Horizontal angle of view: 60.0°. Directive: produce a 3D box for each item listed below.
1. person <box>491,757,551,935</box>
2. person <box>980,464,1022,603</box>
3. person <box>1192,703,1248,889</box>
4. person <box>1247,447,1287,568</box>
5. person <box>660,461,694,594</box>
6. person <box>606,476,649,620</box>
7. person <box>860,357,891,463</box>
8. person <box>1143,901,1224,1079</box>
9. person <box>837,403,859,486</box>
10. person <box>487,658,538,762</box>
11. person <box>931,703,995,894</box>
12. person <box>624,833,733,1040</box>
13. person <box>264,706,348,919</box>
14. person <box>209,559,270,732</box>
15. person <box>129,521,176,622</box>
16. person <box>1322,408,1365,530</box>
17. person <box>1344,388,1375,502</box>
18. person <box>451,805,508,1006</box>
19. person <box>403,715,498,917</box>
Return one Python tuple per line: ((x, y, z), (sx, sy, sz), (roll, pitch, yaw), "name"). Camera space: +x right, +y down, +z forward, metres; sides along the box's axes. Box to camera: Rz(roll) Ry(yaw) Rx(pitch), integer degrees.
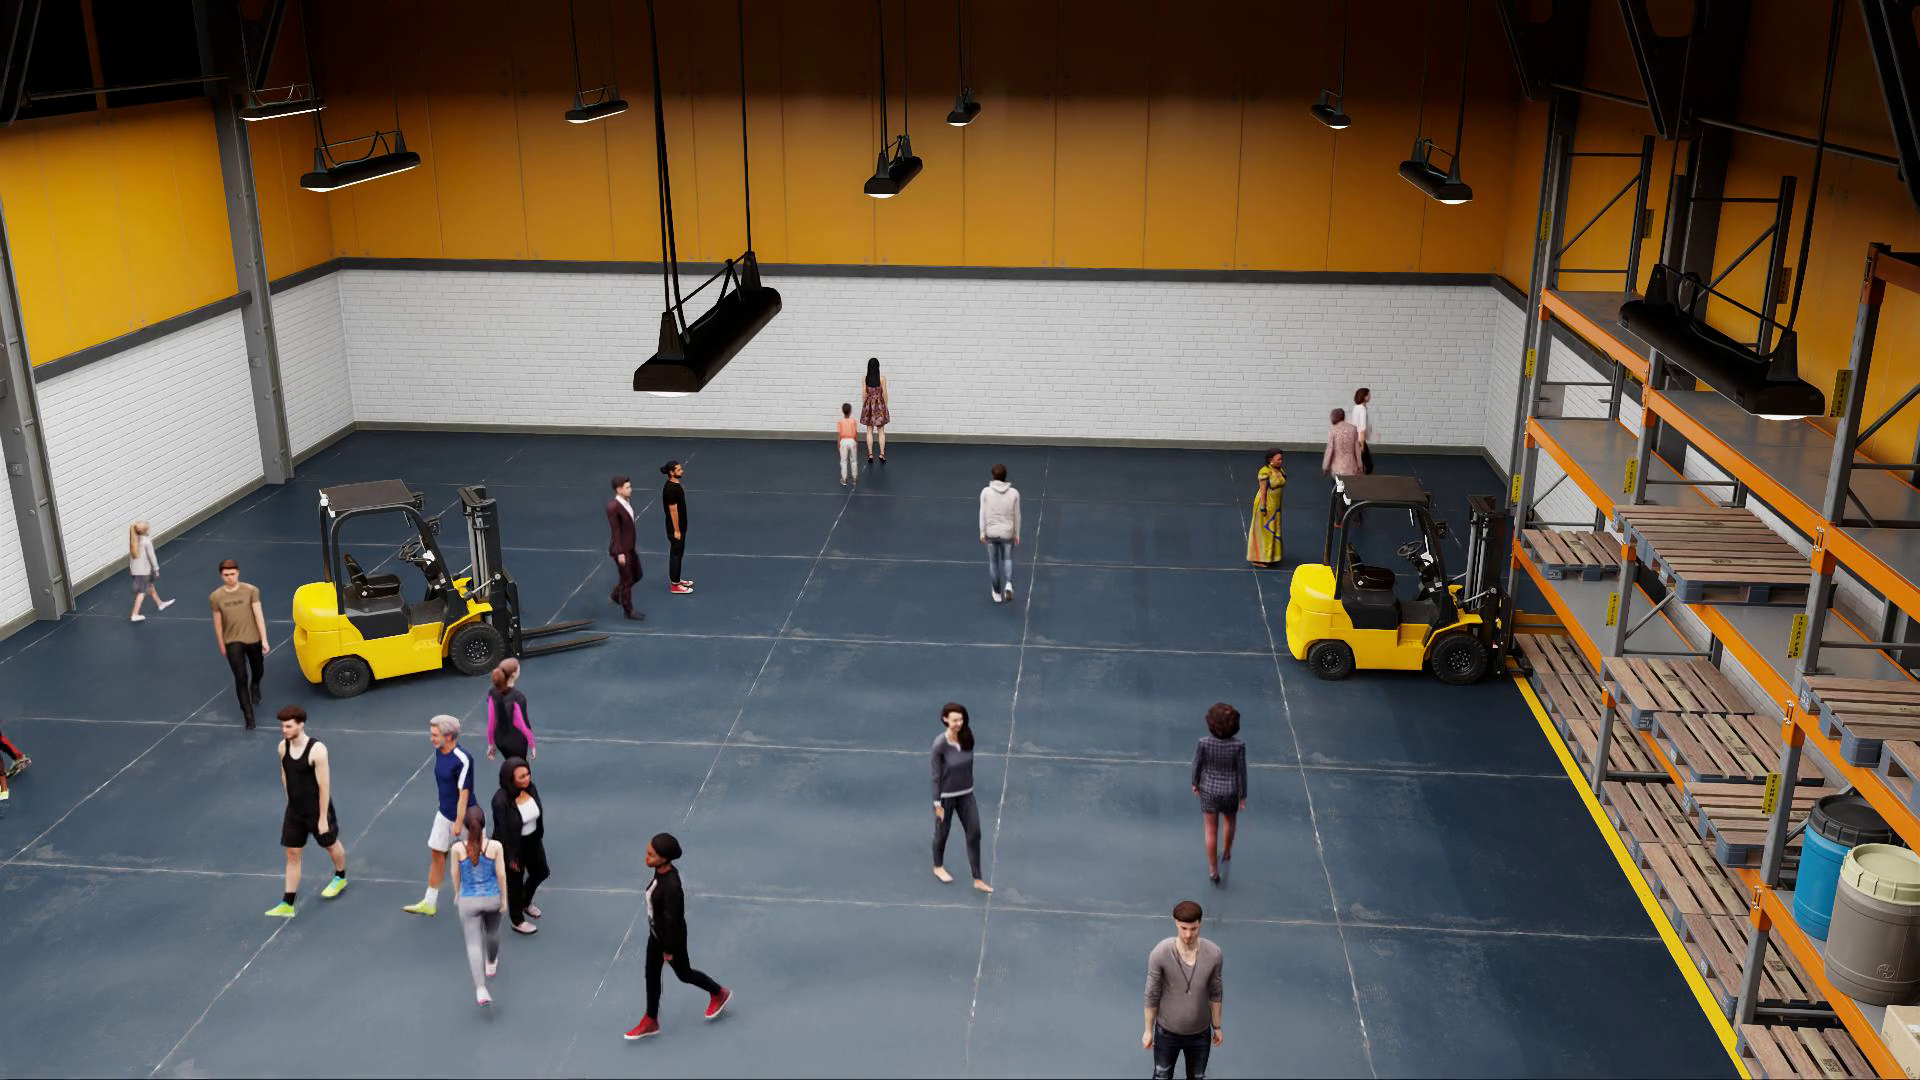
((-3.748, 2.529, 13.835), (0.790, 1.606, 0.695), (8, 20, 23), "person")
((0.507, -0.046, 21.119), (0.780, 1.839, 0.976), (-2, 19, -6), "person")
((2.260, 2.266, 14.507), (0.701, 1.676, 0.866), (4, 19, 11), "person")
((4.209, -0.467, 22.654), (1.041, 1.657, 0.939), (15, 24, 38), "person")
((-3.700, -0.186, 21.662), (0.742, 1.758, 0.583), (-3, 19, -8), "person")
((-4.247, 0.093, 20.681), (0.804, 1.854, 0.772), (4, 19, 10), "person")
((-1.409, -2.137, 27.431), (0.670, 1.773, 0.674), (0, 19, 1), "person")
((1.499, 3.264, 11.189), (0.725, 1.903, 0.596), (-1, 19, -3), "person")
((-1.772, -1.524, 26.334), (0.540, 1.310, 0.544), (-4, 19, -10), "person")
((-4.201, 1.948, 15.372), (0.681, 1.727, 0.743), (7, 20, 20), "person")
((-0.112, 2.211, 14.568), (0.972, 1.741, 1.053), (-13, 23, -34), "person")
((-2.109, 2.958, 12.498), (1.055, 1.646, 1.105), (-10, 21, -28), "person")
((-5.508, 2.264, 14.246), (0.879, 1.846, 1.199), (6, 19, 17), "person")
((-7.684, 1.065, 17.838), (1.082, 1.827, 1.278), (-9, 21, -25), "person")
((-10.242, 0.401, 20.718), (0.759, 1.247, 0.937), (9, 21, 26), "person")
((5.602, -1.015, 24.101), (0.934, 1.772, 0.896), (-3, 19, -9), "person")
((5.995, -1.437, 25.336), (0.740, 1.782, 0.721), (-1, 19, -2), "person")
((-3.736, 2.848, 12.925), (0.837, 1.583, 1.115), (-6, 20, -18), "person")
((-4.195, 2.317, 14.187), (1.072, 1.784, 1.233), (15, 24, 37), "person")
